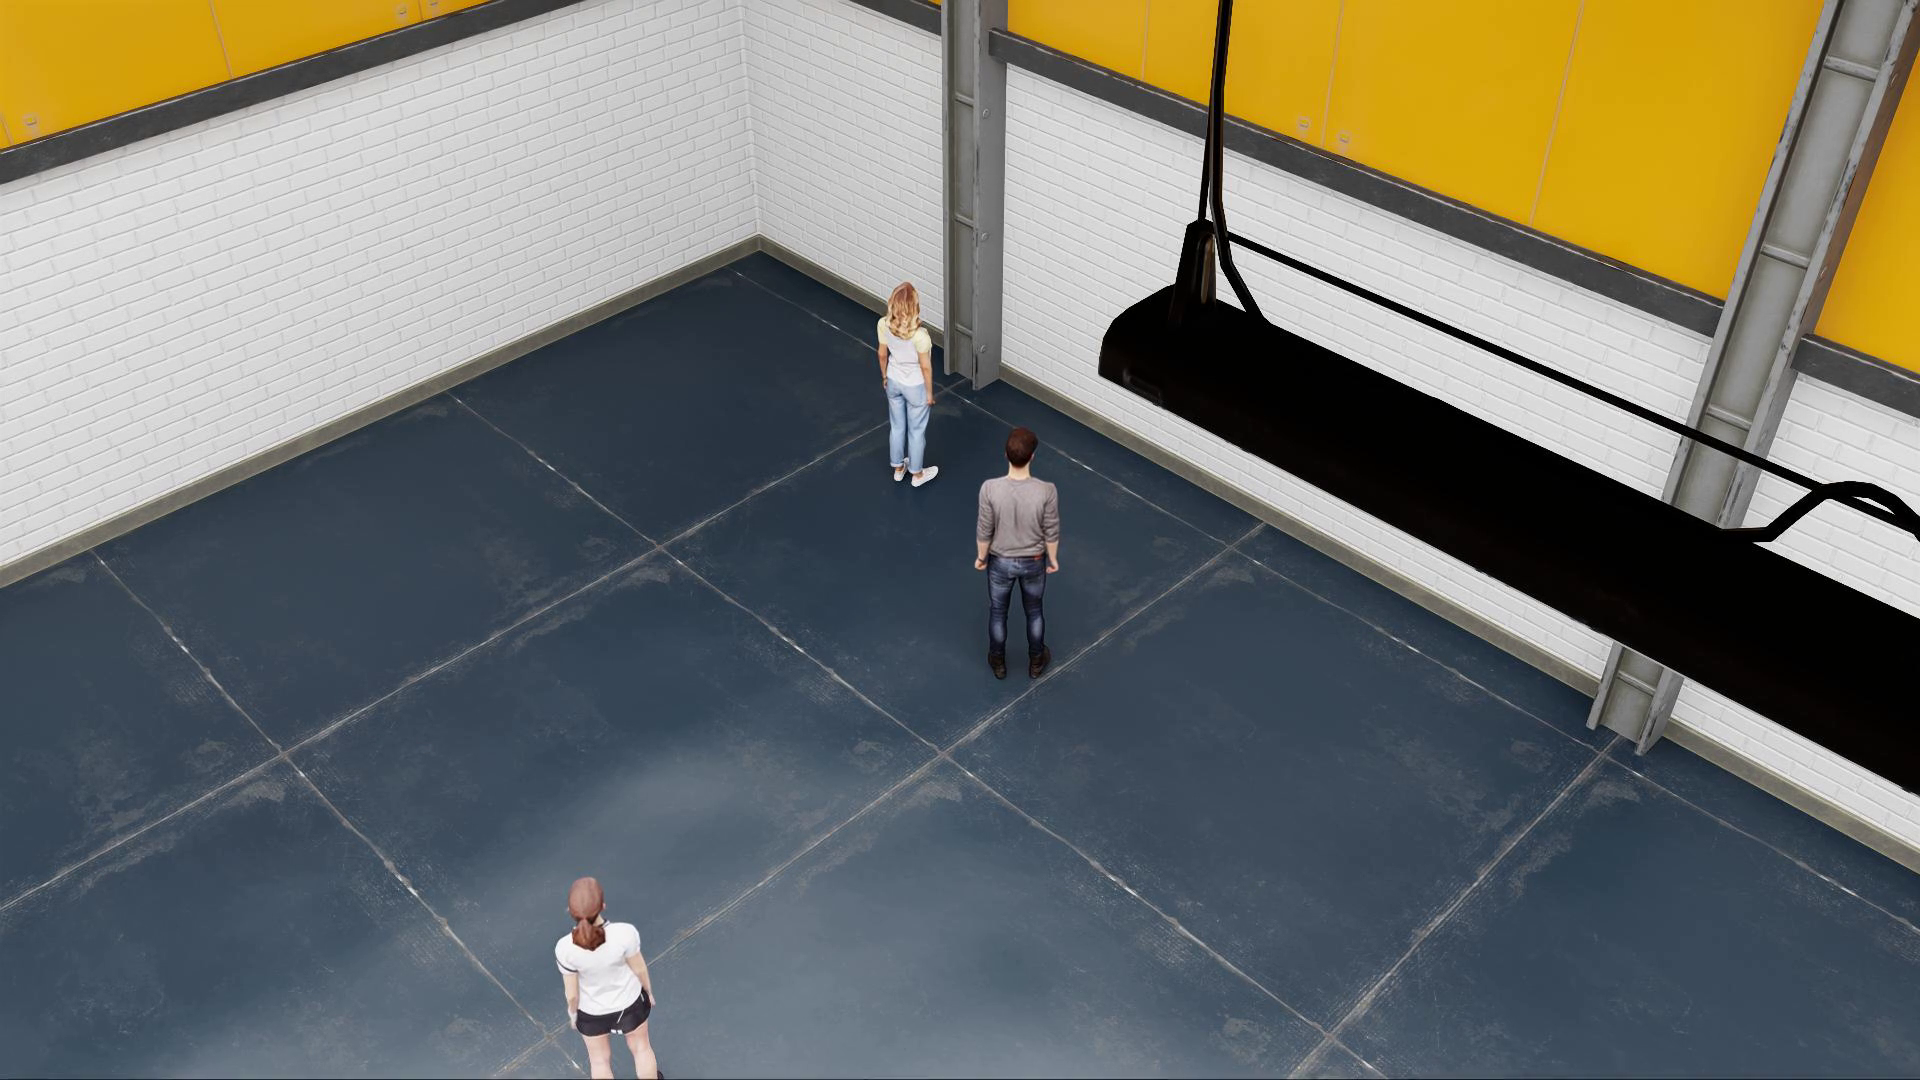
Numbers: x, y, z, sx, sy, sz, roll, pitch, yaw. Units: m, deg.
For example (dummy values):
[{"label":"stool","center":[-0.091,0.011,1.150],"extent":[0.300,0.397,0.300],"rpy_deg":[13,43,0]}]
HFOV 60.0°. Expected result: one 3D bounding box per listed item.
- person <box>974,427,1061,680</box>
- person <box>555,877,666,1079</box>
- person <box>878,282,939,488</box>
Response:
[{"label":"person","center":[0.366,0.118,10.742],"extent":[0.754,1.903,0.822],"rpy_deg":[1,39,1]},{"label":"person","center":[-1.721,2.276,8.162],"extent":[0.662,1.752,0.683],"rpy_deg":[-12,40,-15]},{"label":"person","center":[-0.395,-1.160,12.486],"extent":[0.573,1.723,0.736],"rpy_deg":[20,43,24]}]
